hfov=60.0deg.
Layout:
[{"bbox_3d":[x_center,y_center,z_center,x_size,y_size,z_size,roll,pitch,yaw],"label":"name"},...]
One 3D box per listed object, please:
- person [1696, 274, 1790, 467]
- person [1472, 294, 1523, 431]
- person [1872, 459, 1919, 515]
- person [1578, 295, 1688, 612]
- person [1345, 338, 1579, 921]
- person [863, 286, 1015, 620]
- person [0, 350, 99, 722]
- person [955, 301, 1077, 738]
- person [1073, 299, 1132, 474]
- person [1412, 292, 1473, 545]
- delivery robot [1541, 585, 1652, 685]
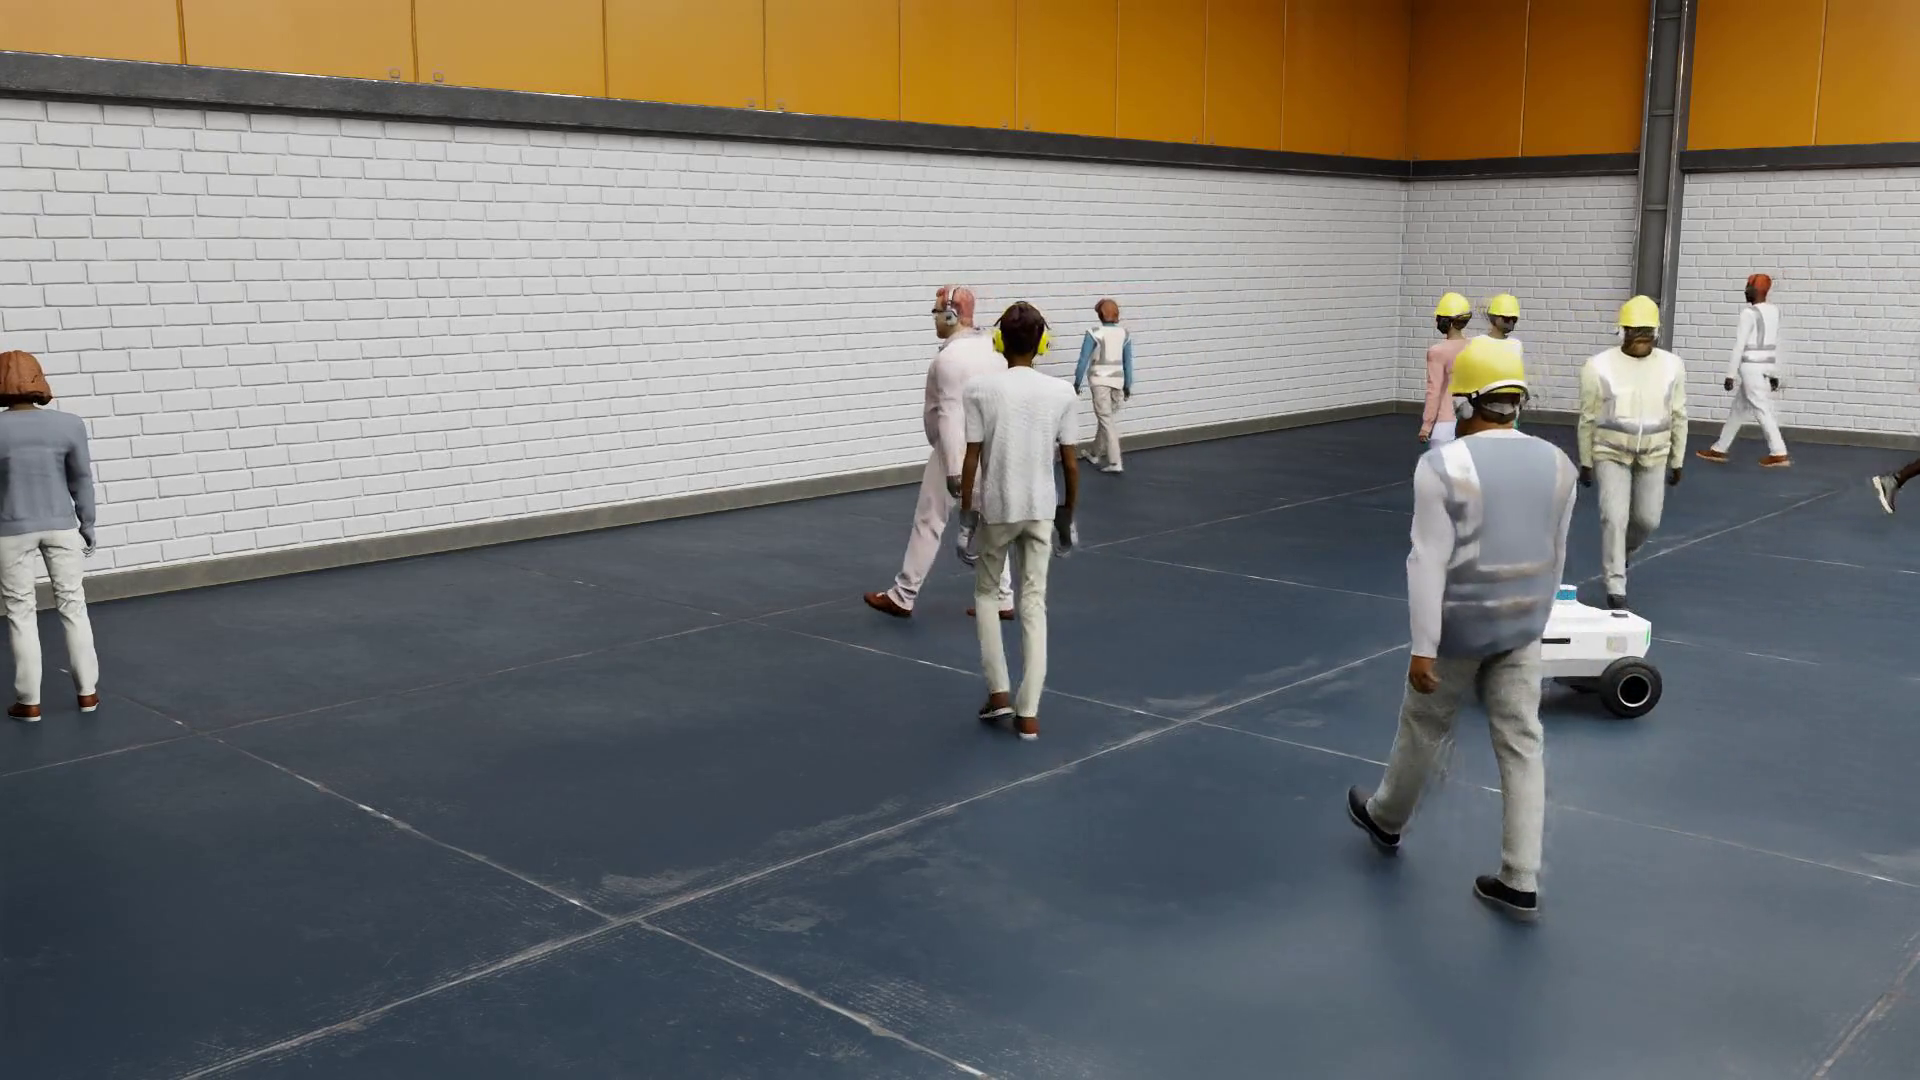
[{"bbox_3d":[7.583,-1.618,15.905,0.591,1.835,0.970,-7,12,-36],"label":"person"},{"bbox_3d":[4.091,-0.985,12.616,0.526,1.720,0.902,-3,11,-18],"label":"person"},{"bbox_3d":[7.245,-1.029,12.250,0.797,1.940,0.616,8,13,39],"label":"person"},{"bbox_3d":[3.886,-0.513,9.663,0.598,1.812,0.699,1,10,8],"label":"person"},{"bbox_3d":[1.636,0.250,5.373,0.626,1.782,0.917,-3,10,-16],"label":"person"},{"bbox_3d":[-0.078,-0.476,9.301,0.859,1.866,0.647,6,11,29],"label":"person"},{"bbox_3d":[-4.087,-0.018,7.345,0.507,1.631,0.276,-9,13,-41],"label":"person"},{"bbox_3d":[0.243,-0.091,7.144,0.550,1.848,0.571,-1,10,-8],"label":"person"},{"bbox_3d":[1.313,-1.434,15.515,0.523,1.596,0.824,-7,12,-34],"label":"person"},{"bbox_3d":[3.381,-0.820,11.522,0.525,1.772,0.306,-7,12,-36],"label":"person"},{"bbox_3d":[2.716,0.445,7.507,0.707,0.478,0.477,0,10,-3],"label":"delivery robot"}]
